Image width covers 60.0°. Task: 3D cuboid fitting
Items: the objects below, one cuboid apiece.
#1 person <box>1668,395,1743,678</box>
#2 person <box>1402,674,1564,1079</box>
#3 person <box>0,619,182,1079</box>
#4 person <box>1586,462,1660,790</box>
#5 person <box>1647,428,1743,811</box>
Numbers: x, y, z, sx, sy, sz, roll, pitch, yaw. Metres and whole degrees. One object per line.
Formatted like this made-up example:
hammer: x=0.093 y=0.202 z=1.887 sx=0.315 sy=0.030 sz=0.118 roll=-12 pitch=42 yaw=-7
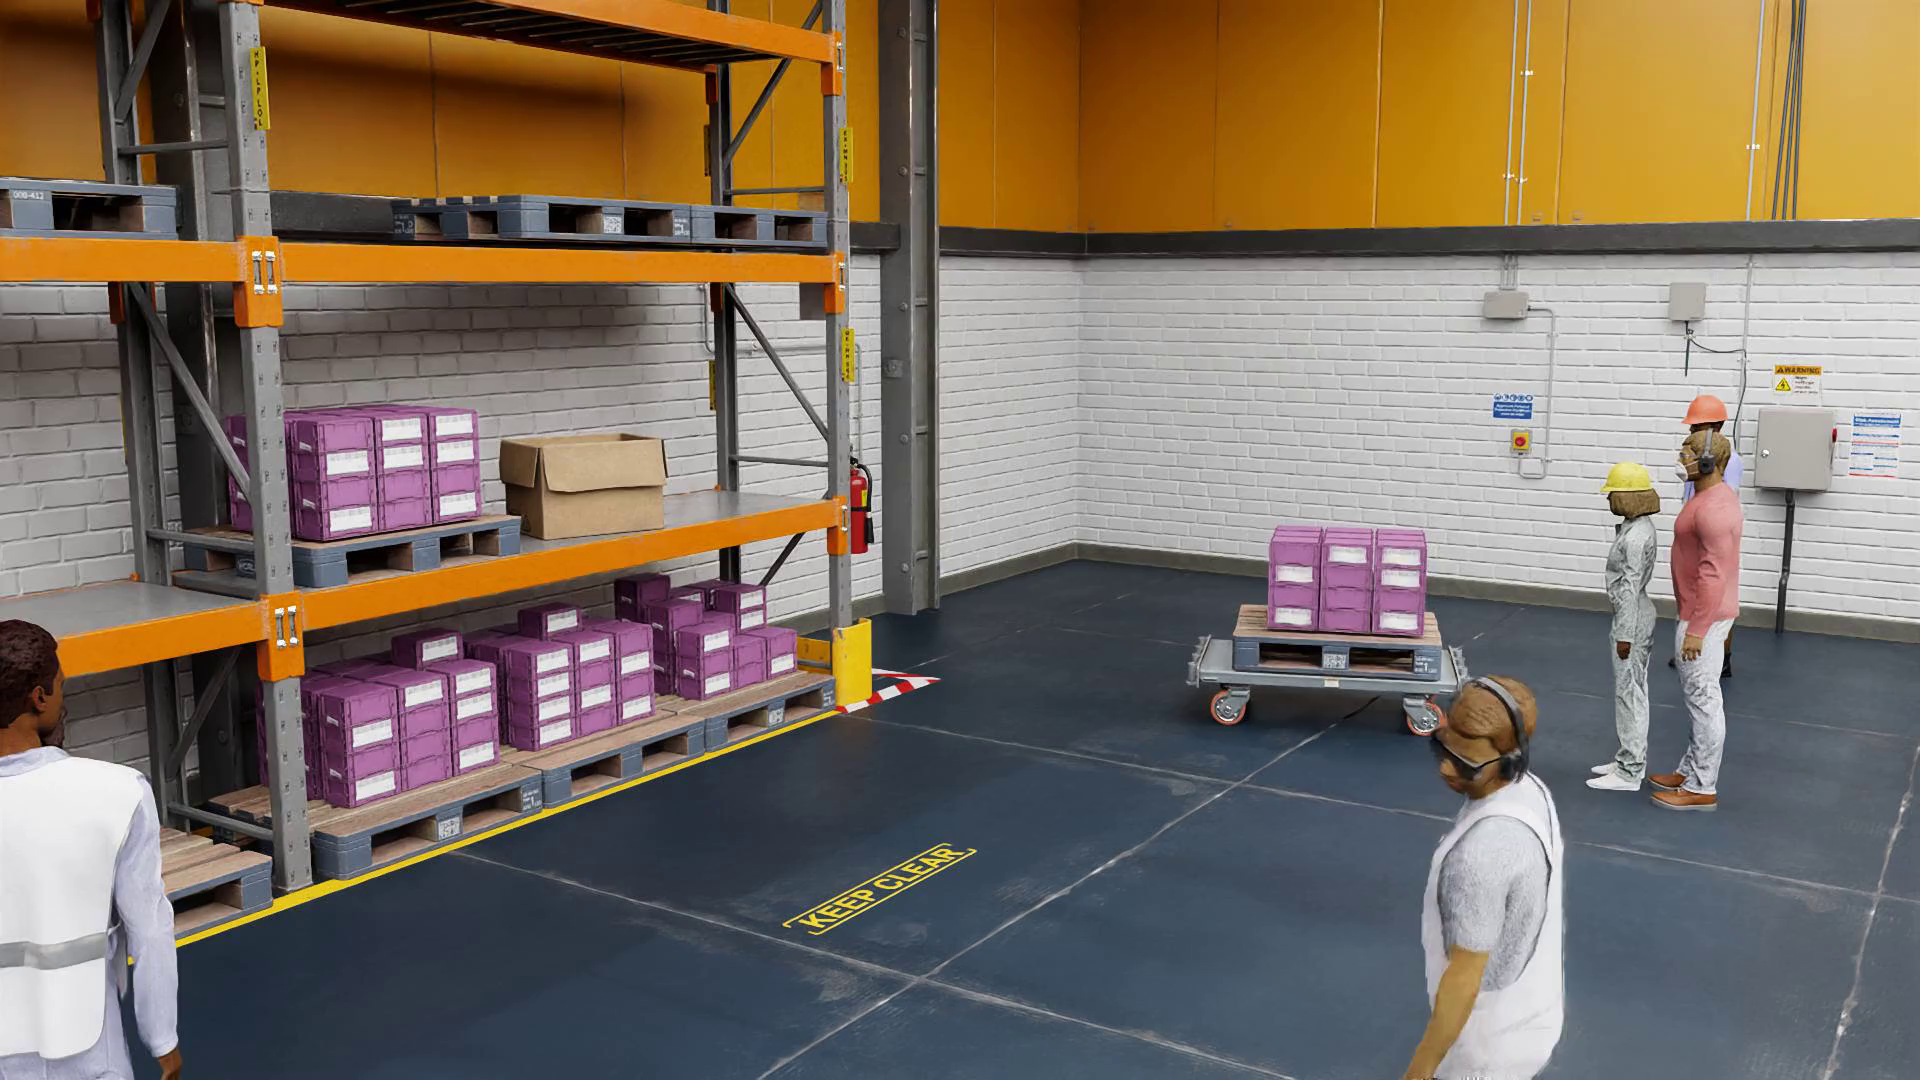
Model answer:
person: x=5.035 y=-0.021 z=11.262 sx=0.420 sy=1.925 sz=0.560 roll=-1 pitch=9 yaw=-4
person: x=1.215 y=1.172 z=3.911 sx=0.575 sy=1.803 sz=0.592 roll=5 pitch=10 yaw=30
person: x=-2.081 y=1.135 z=3.744 sx=0.594 sy=1.915 sz=0.373 roll=-3 pitch=9 yaw=-17
person: x=3.502 y=0.452 z=8.779 sx=0.320 sy=1.737 sz=0.483 roll=4 pitch=10 yaw=24
person: x=3.743 y=0.403 z=8.430 sx=0.373 sy=1.940 sz=0.627 roll=4 pitch=9 yaw=22
